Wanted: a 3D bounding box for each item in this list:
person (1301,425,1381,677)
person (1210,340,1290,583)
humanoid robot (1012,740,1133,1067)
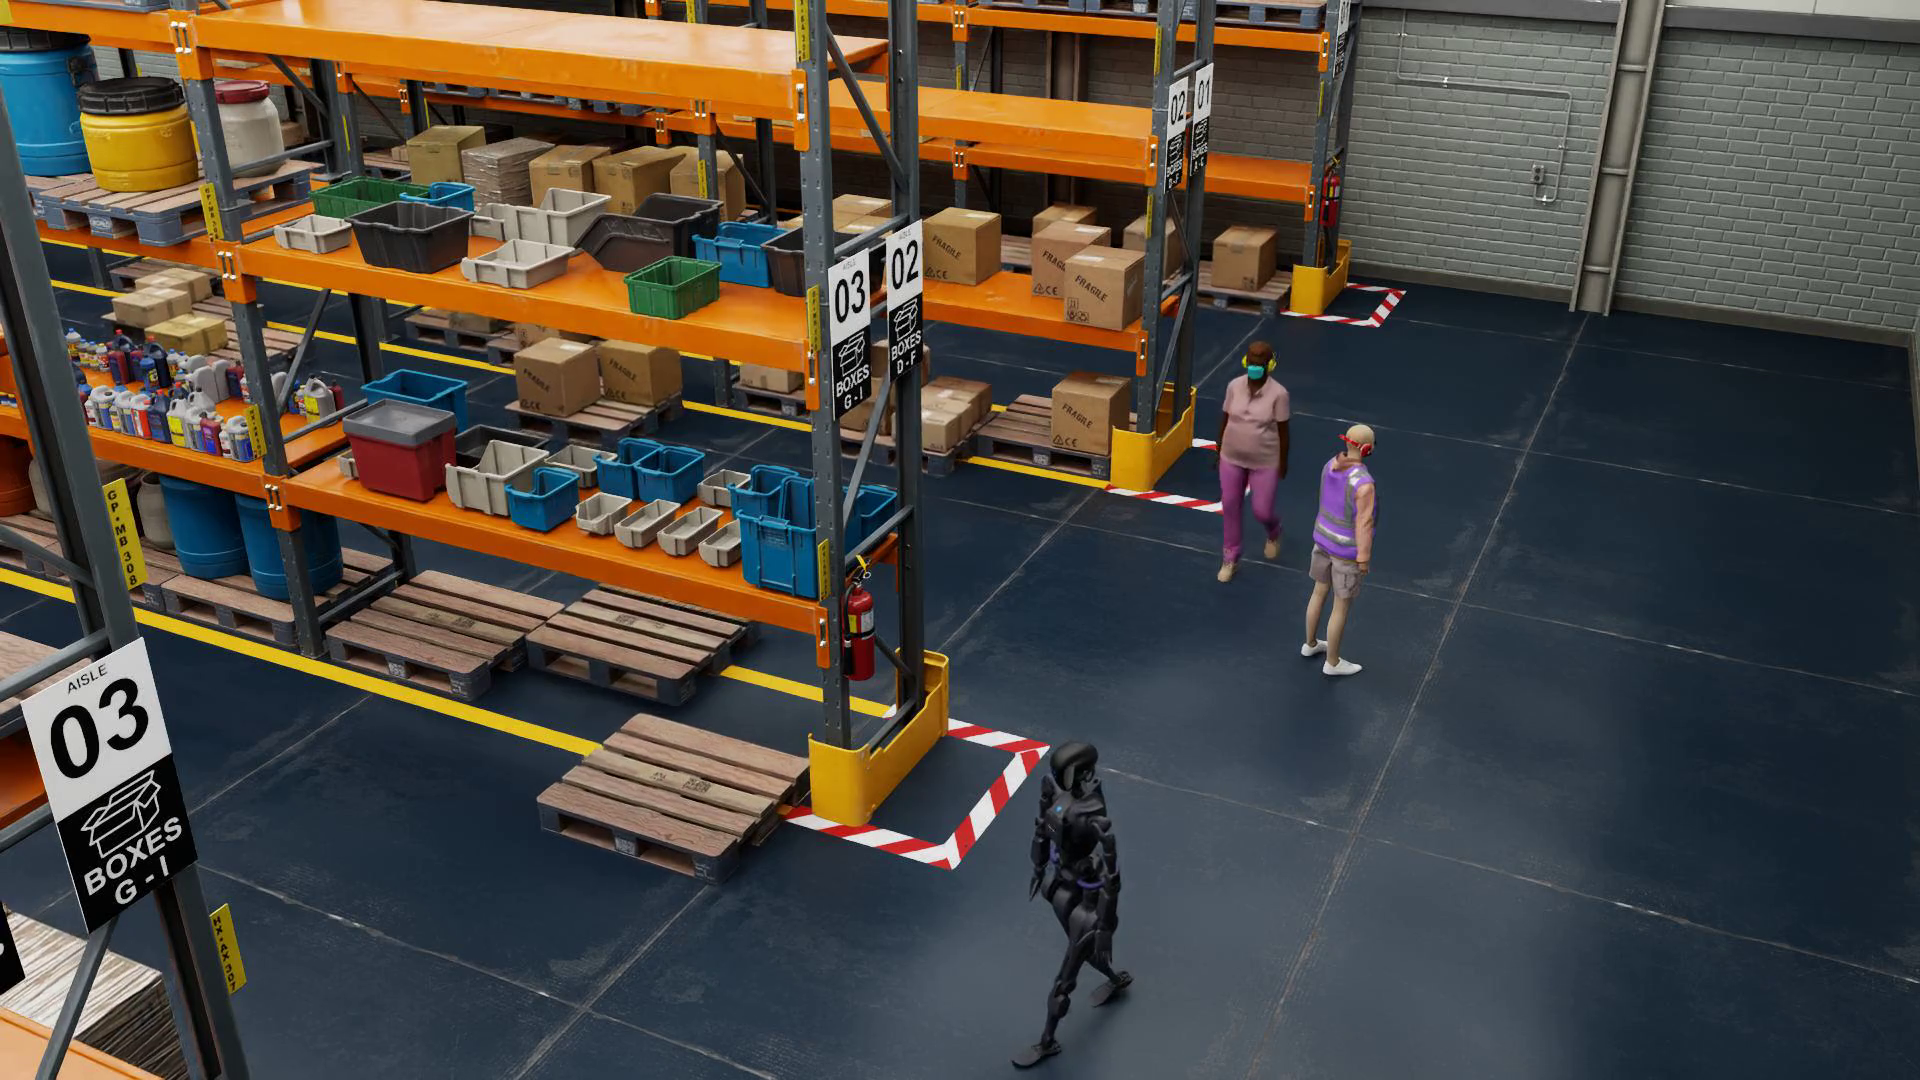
[{"bbox_3d":[2.432,0.059,10.588,0.352,1.688,0.489,-11,28,-21],"label":"person"},{"bbox_3d":[2.066,-0.577,11.759,0.538,1.787,0.518,14,30,26],"label":"person"},{"bbox_3d":[0.542,1.589,7.552,0.780,1.627,0.609,-16,31,-30],"label":"humanoid robot"}]
